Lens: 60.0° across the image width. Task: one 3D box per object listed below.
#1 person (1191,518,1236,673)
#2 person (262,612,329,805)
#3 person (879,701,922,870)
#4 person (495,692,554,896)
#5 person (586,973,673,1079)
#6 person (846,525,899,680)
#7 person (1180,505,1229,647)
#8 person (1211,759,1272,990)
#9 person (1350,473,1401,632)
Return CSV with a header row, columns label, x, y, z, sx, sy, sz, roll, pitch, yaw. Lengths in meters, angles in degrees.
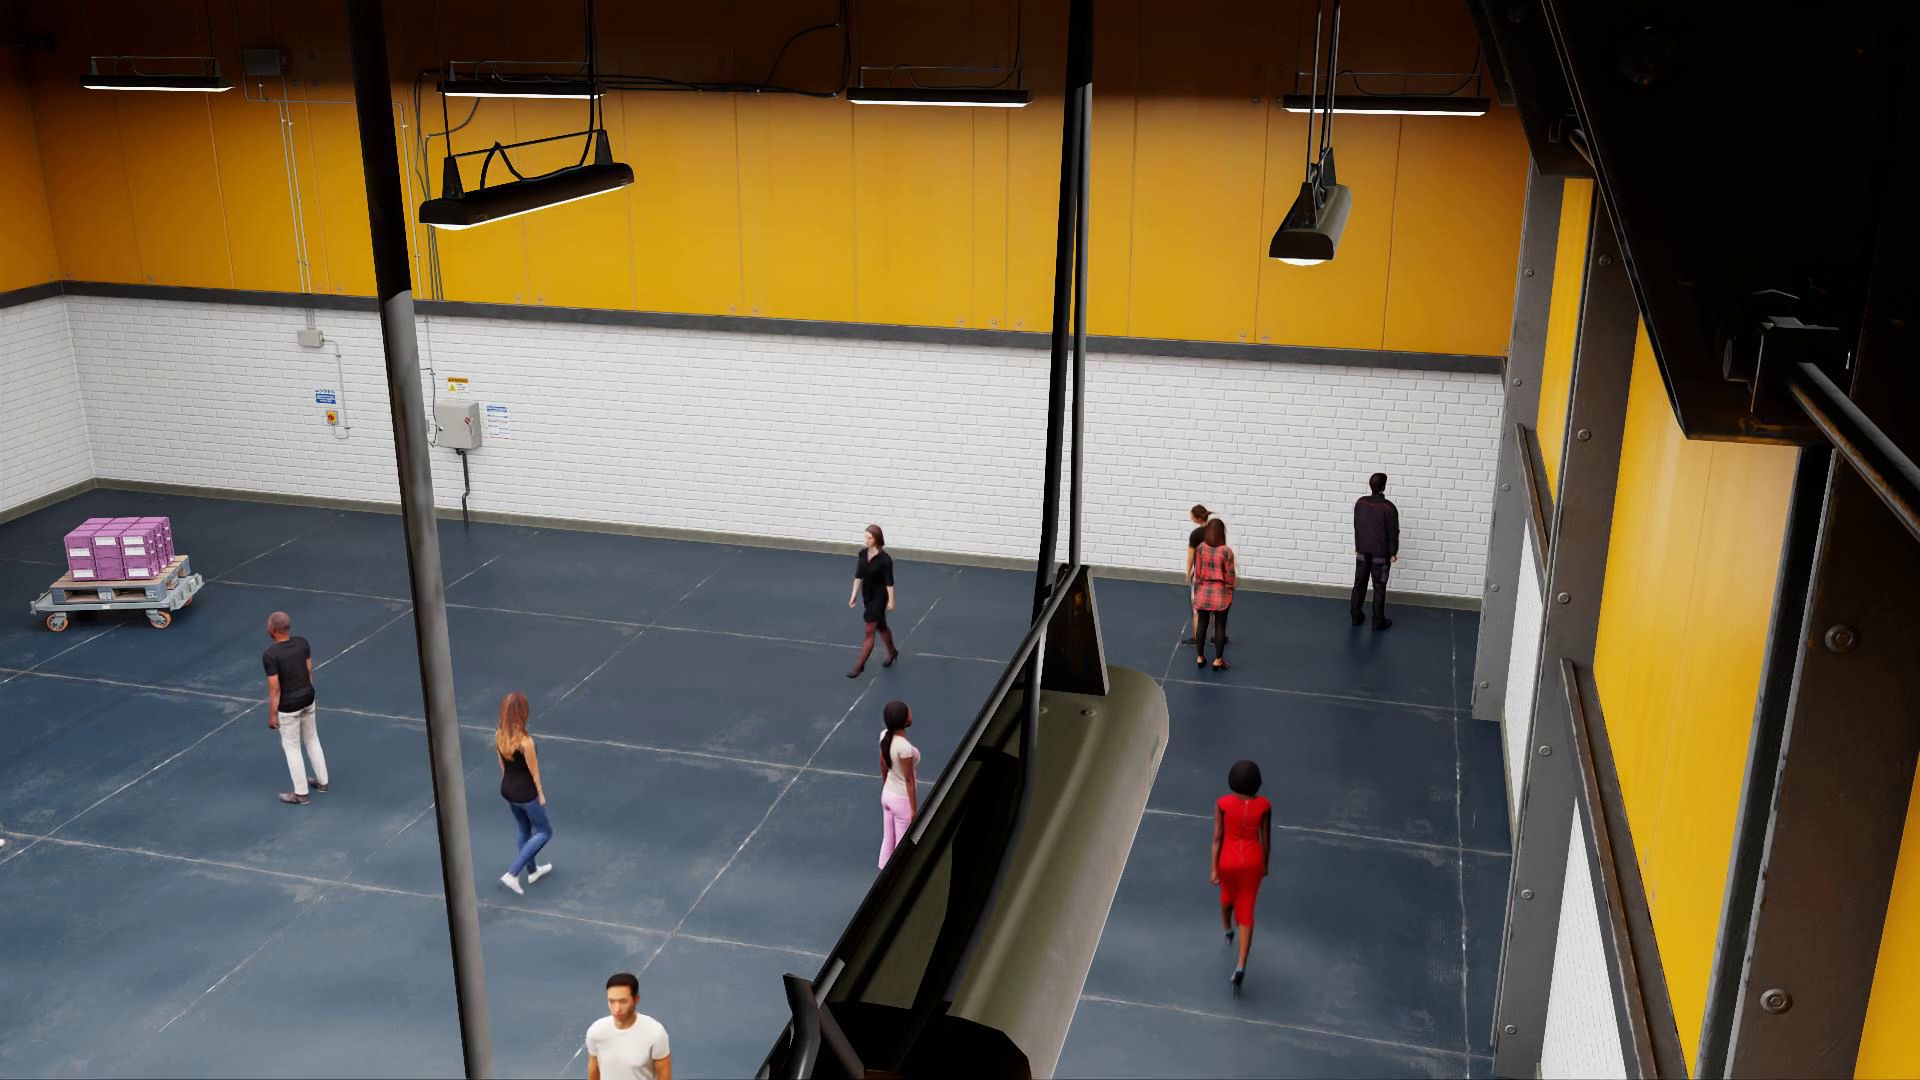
label,x,y,z,sx,sy,sz,roll,pitch,yaw
person,2.721,0.576,17.849,0.679,1.703,0.661,12,22,33
person,-5.995,1.495,14.964,0.761,1.804,0.573,8,20,23
person,-0.491,2.087,13.303,0.709,1.741,0.657,-11,22,-30
person,-3.575,2.068,13.408,0.763,1.709,0.932,13,23,34
person,-1.888,3.278,9.702,0.779,1.783,1.062,1,19,3
person,-0.842,0.632,17.745,0.931,1.664,1.144,17,25,41
person,2.820,0.389,18.506,0.809,1.639,0.728,2,19,5
person,2.070,2.473,12.227,0.699,1.696,1.143,2,19,5
person,4.725,0.118,18.997,0.795,1.839,0.754,16,24,39
